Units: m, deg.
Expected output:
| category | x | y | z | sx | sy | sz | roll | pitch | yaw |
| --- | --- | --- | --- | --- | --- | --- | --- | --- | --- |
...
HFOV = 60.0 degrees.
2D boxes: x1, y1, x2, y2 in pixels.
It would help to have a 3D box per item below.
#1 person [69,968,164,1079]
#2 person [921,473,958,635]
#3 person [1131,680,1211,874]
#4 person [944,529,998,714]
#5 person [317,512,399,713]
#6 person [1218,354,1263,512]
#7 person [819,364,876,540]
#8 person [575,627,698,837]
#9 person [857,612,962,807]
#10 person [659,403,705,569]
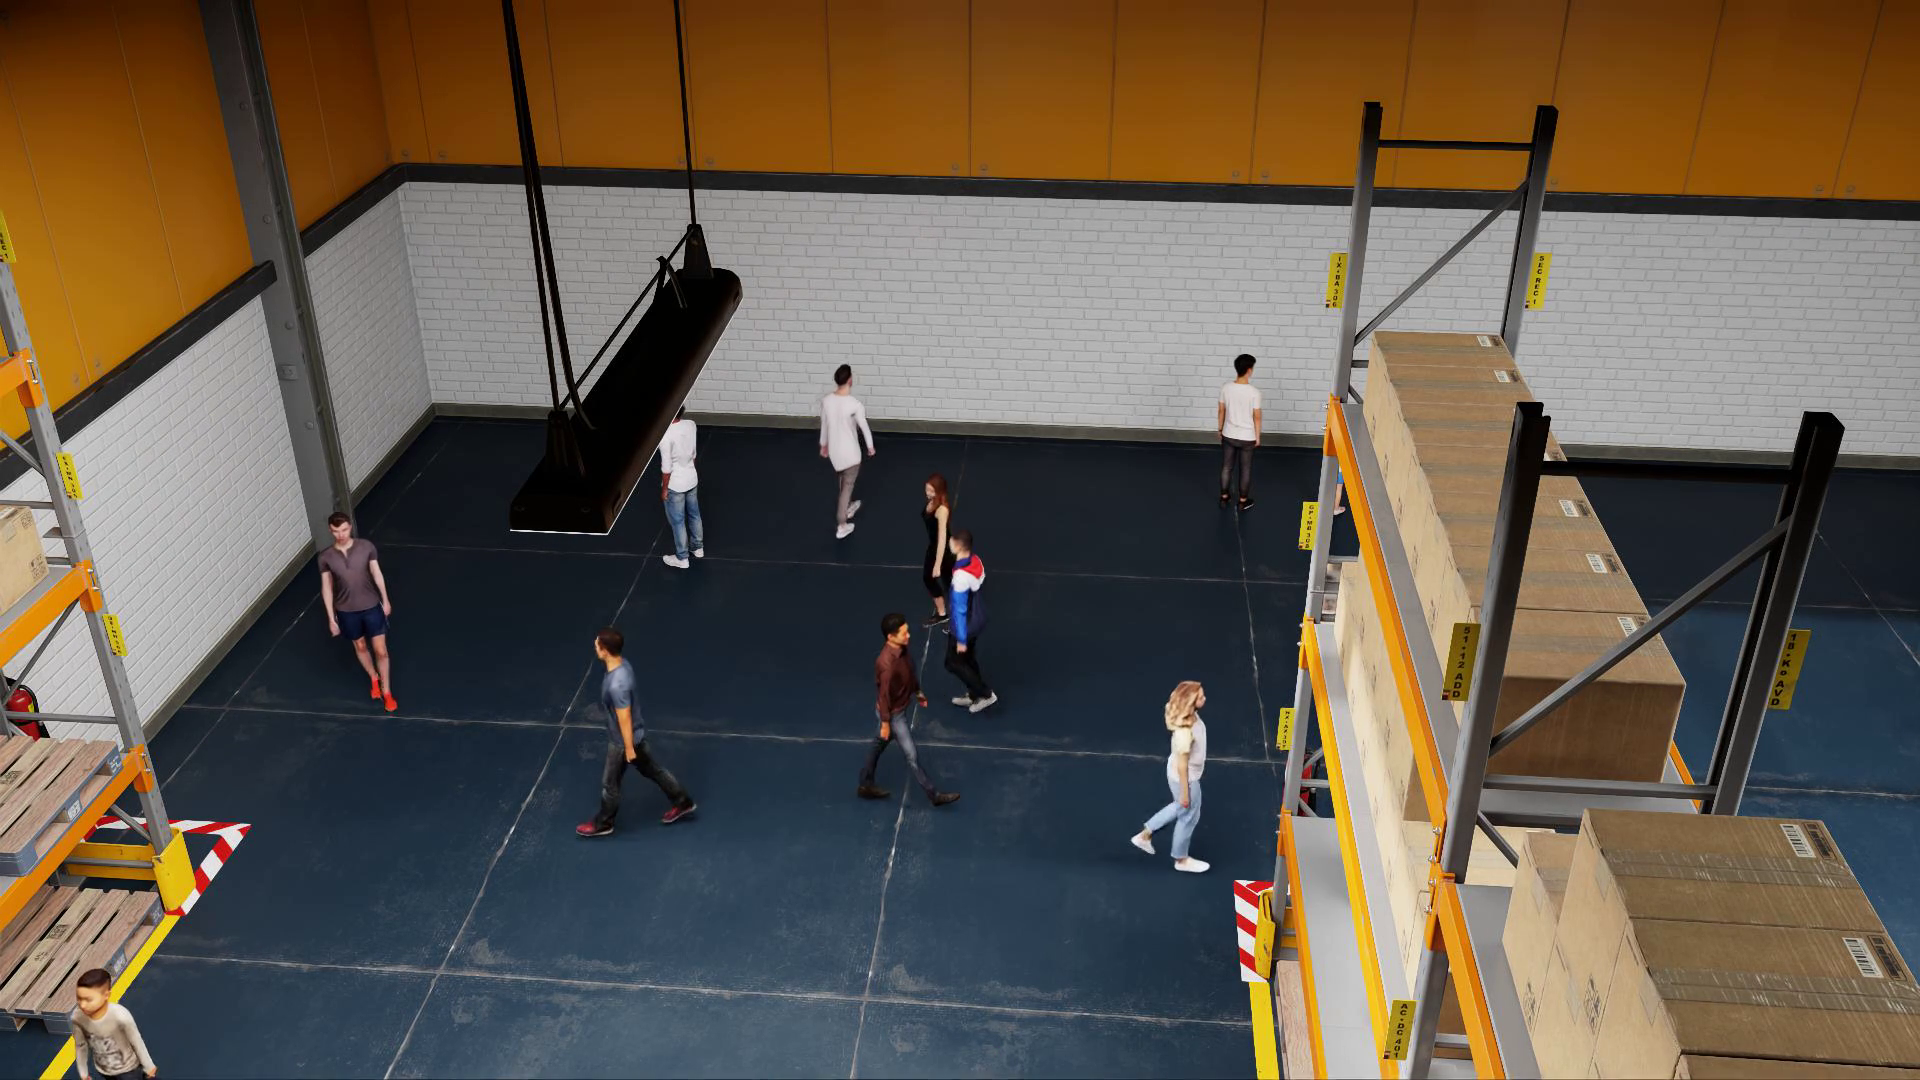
| category | x | y | z | sx | sy | sz | roll | pitch | yaw |
| --- | --- | --- | --- | --- | --- | --- | --- | --- | --- |
| person | -4.986 | 3.093 | 9.974 | 0.567 | 1.441 | 0.984 | 4 | 29 | 7 |
| person | -0.094 | 0.109 | 15.181 | 0.794 | 1.693 | 0.748 | -6 | 29 | -12 |
| person | 1.558 | 1.738 | 12.173 | 0.694 | 1.714 | 0.750 | 2 | 29 | 3 |
| person | 0.133 | 0.723 | 14.003 | 0.801 | 1.742 | 0.701 | 10 | 30 | 18 |
| person | -5.144 | 0.543 | 14.237 | 0.866 | 1.835 | 0.965 | -10 | 30 | -18 |
| person | 2.920 | -1.131 | 17.427 | 0.699 | 1.718 | 0.675 | 15 | 32 | 26 |
| person | -1.208 | -0.869 | 16.846 | 0.913 | 1.816 | 1.043 | 17 | 33 | 29 |
| person | -2.427 | 1.466 | 12.621 | 0.952 | 1.762 | 1.188 | -6 | 29 | -10 |
| person | -0.599 | 1.326 | 12.907 | 0.789 | 1.735 | 1.043 | 4 | 29 | 8 |
| person | -2.755 | -0.605 | 16.358 | 0.793 | 1.819 | 0.682 | 18 | 33 | 29 |
